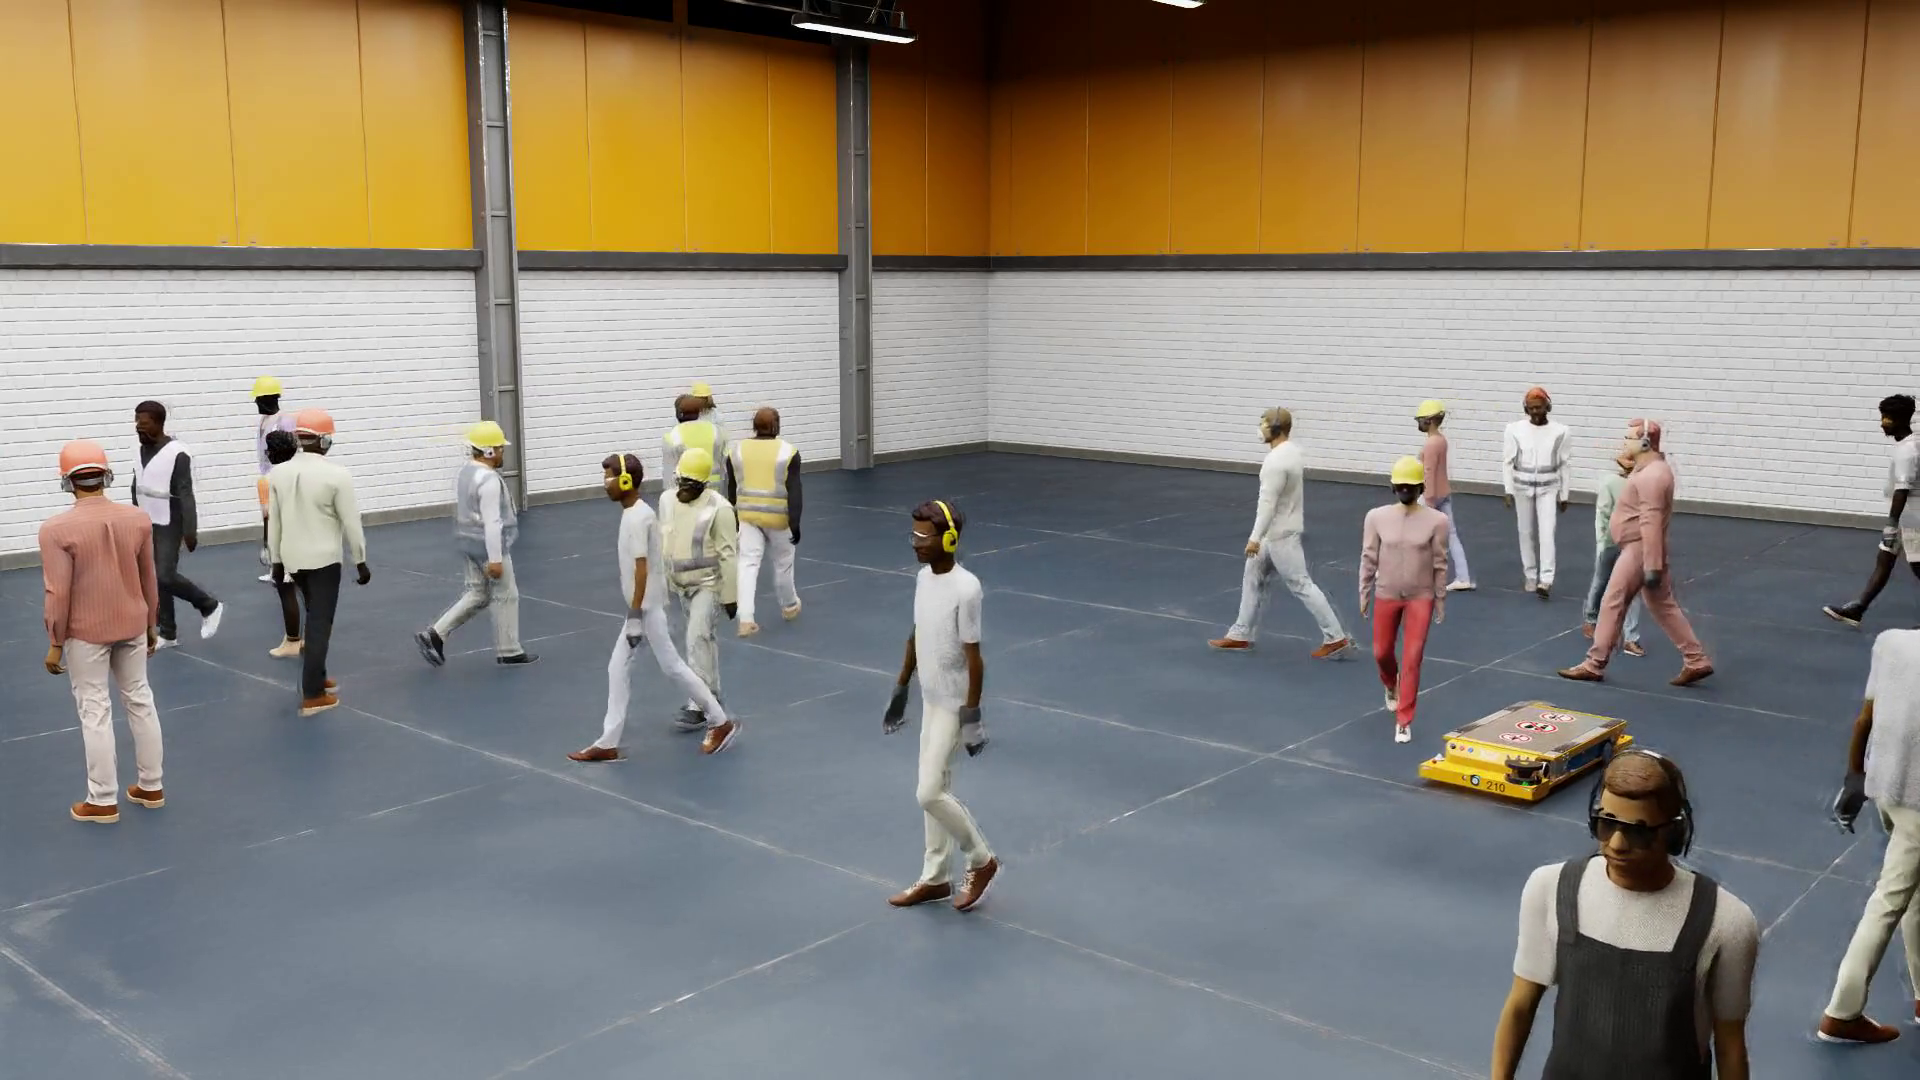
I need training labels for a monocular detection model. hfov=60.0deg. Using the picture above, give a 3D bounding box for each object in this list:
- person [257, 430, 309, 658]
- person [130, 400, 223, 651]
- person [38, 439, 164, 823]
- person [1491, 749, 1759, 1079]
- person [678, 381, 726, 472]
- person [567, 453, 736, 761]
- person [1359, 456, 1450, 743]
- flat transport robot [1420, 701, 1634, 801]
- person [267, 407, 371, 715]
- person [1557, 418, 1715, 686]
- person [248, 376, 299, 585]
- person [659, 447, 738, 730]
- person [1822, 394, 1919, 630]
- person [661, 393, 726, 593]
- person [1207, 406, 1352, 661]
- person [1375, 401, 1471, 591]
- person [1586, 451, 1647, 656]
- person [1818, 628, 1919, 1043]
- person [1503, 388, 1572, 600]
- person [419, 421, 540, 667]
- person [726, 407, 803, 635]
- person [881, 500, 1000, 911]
[{"bbox_3d":[-4.984,0.029,12.350,0.322,1.696,0.536,3,10,19],"label":"person"},{"bbox_3d":[-5.999,-0.116,12.614,0.600,1.905,0.527,6,11,32],"label":"person"},{"bbox_3d":[-4.472,0.469,8.661,0.392,1.990,0.614,5,10,30],"label":"person"},{"bbox_3d":[1.498,1.343,3.822,0.532,1.794,0.987,7,12,39],"label":"person"},{"bbox_3d":[-2.713,-0.810,17.492,0.514,1.727,0.363,0,9,-2],"label":"person"},{"bbox_3d":[-1.783,0.397,9.712,0.966,1.814,0.612,-2,9,-15],"label":"person"},{"bbox_3d":[2.750,0.335,10.292,0.528,1.750,0.635,3,10,20],"label":"person"},{"bbox_3d":[3.285,1.184,9.563,0.652,0.197,1.431,8,12,42],"label":"flat transport robot"},{"bbox_3d":[-4.176,0.119,10.905,0.613,1.970,0.721,3,10,20],"label":"person"},{"bbox_3d":[4.739,0.090,11.450,0.982,1.867,0.663,5,10,26],"label":"person"},{"bbox_3d":[-6.267,-0.544,15.237,0.386,1.922,0.594,-9,13,-44],"label":"person"},{"bbox_3d":[-1.685,0.292,10.471,0.655,1.783,0.601,9,12,43],"label":"person"},{"bbox_3d":[7.352,-0.187,13.038,0.980,1.905,0.623,5,10,28],"label":"person"},{"bbox_3d":[-2.306,-0.378,14.567,0.619,1.816,0.887,-5,11,-30],"label":"person"},{"bbox_3d":[2.416,-0.050,12.294,1.055,1.887,0.627,2,9,14],"label":"person"},{"bbox_3d":[4.208,-0.394,14.986,0.931,1.706,0.514,6,11,33],"label":"person"},{"bbox_3d":[5.045,0.038,12.662,0.503,1.579,0.890,0,9,2],"label":"person"},{"bbox_3d":[3.583,0.961,6.070,0.851,1.827,0.548,-1,9,-6],"label":"person"},{"bbox_3d":[5.053,-0.402,14.595,0.577,1.838,0.966,3,10,19],"label":"person"},{"bbox_3d":[-3.453,0.050,11.891,0.755,1.808,0.600,-6,11,-33],"label":"person"},{"bbox_3d":[-1.547,-0.170,13.330,0.648,1.786,1.003,2,9,11],"label":"person"},{"bbox_3d":[-0.110,0.736,7.401,0.405,1.858,0.547,-4,10,-23],"label":"person"}]
